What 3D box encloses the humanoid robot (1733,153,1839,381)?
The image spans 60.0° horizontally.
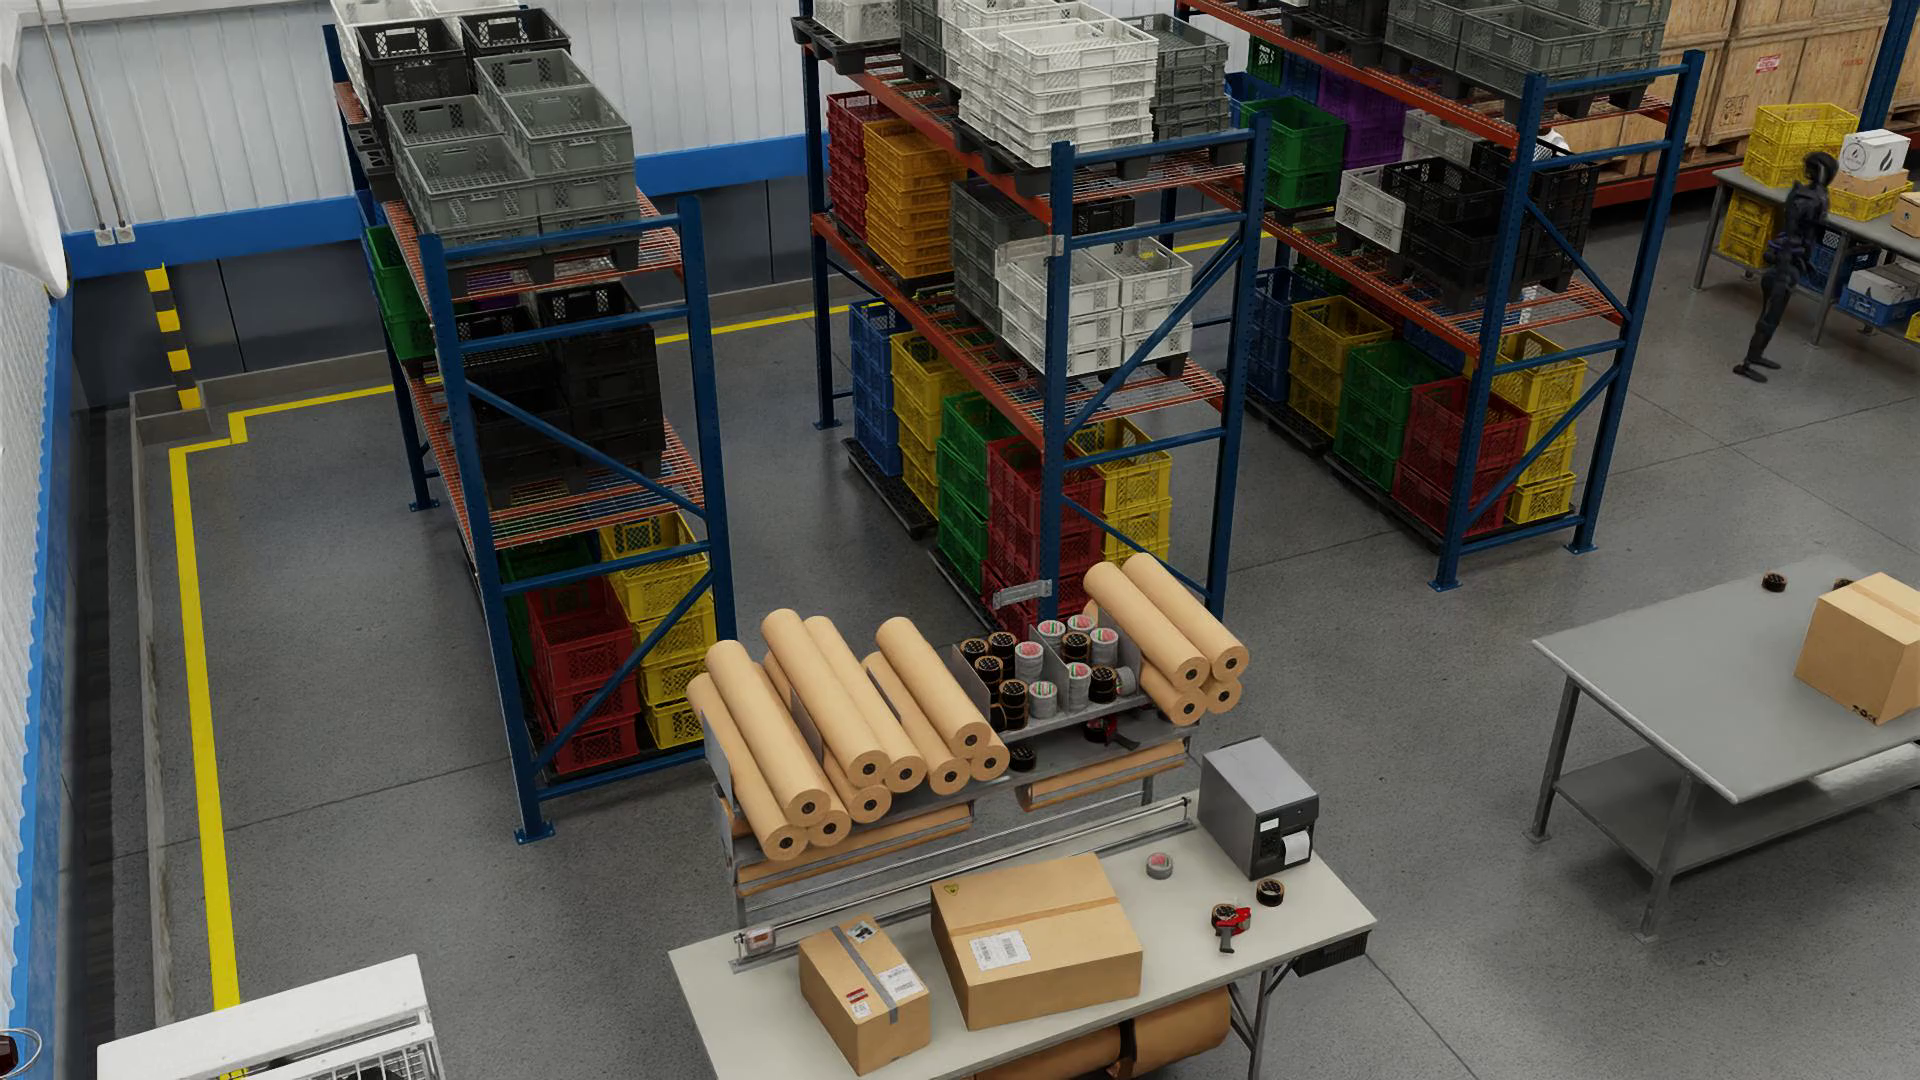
[{"bbox_3d":[5.871,-1.940,11.774,0.331,1.649,0.590,27,41,36],"label":"humanoid robot"}]

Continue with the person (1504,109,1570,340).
[{"bbox_3d":[4.190,-2.413,12.352,0.357,1.882,0.573,-10,33,-15],"label":"person"}]
